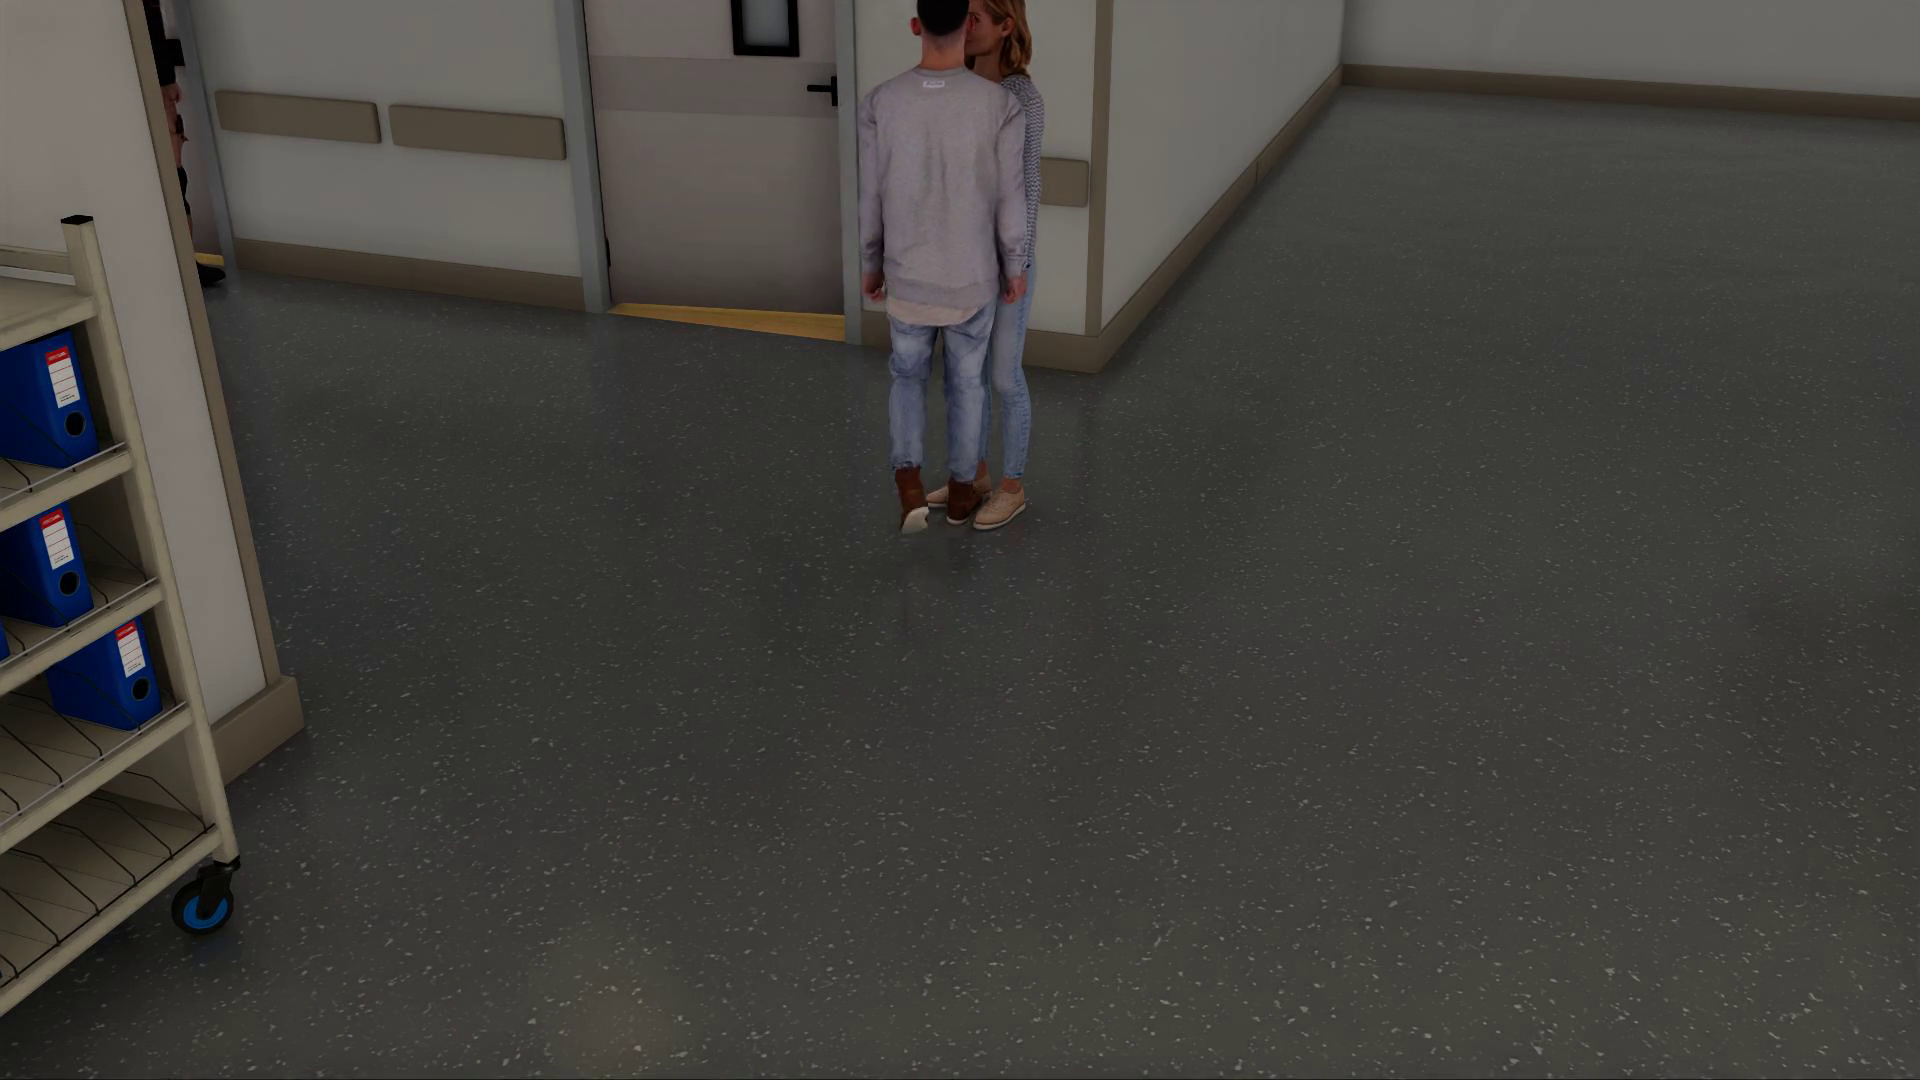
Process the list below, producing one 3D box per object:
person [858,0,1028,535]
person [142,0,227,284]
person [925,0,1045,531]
[{"bbox_3d":[-0.066,-0.839,5.262,0.786,1.829,0.946,4,26,8],"label":"person"},{"bbox_3d":[-3.884,-2.113,7.793,0.758,1.925,0.547,11,28,21],"label":"person"},{"bbox_3d":[0.093,-0.920,5.466,0.654,1.796,0.662,-23,34,-39],"label":"person"}]
